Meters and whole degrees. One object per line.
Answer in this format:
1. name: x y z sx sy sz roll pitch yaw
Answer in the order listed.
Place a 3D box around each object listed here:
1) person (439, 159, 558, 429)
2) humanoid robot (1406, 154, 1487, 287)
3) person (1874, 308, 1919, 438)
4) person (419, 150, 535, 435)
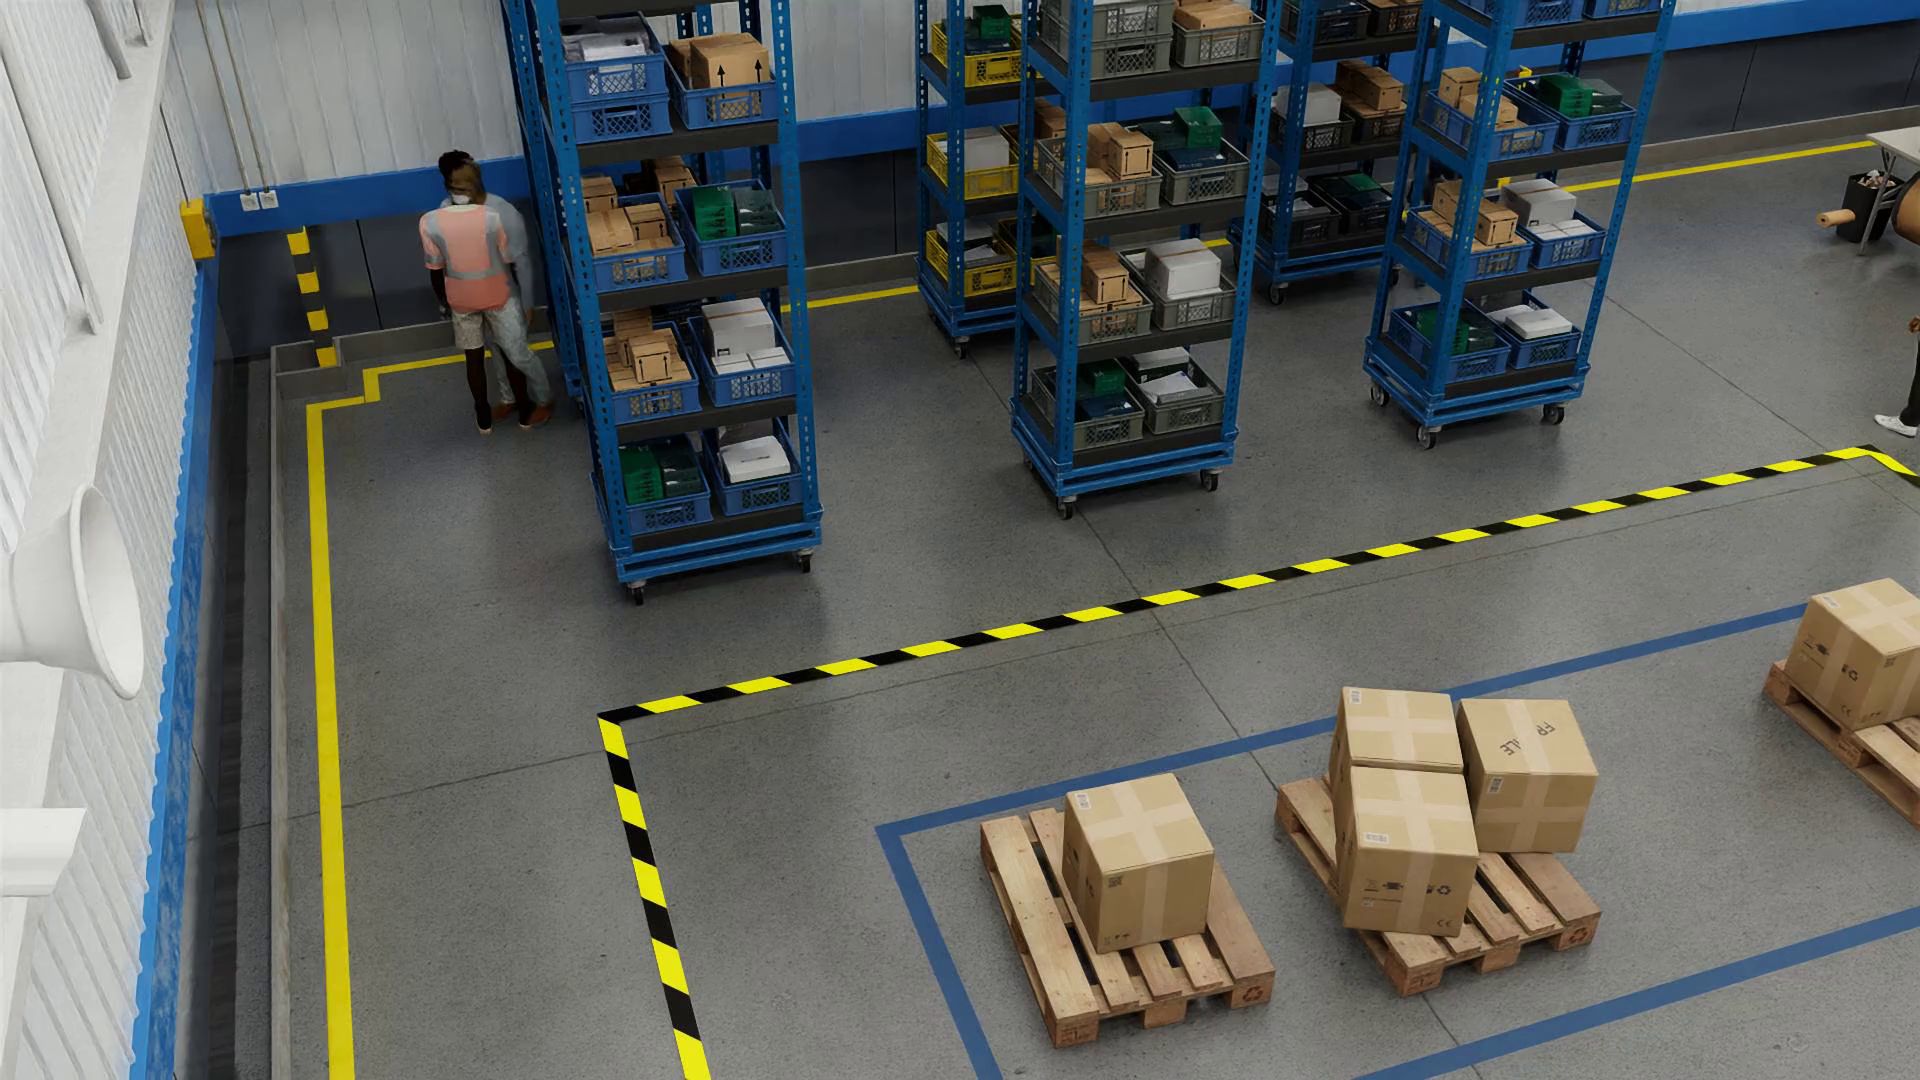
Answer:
1. person: -3.051 -1.607 10.899 0.648 1.926 0.390 16 38 21
2. humanoid robot: 3.754 -2.734 12.739 0.589 1.632 0.745 4 35 6
3. person: 6.473 -1.534 10.856 0.587 1.853 0.390 -11 37 -16
4. person: -3.121 -1.590 10.844 0.602 1.959 0.375 -5 35 -7
